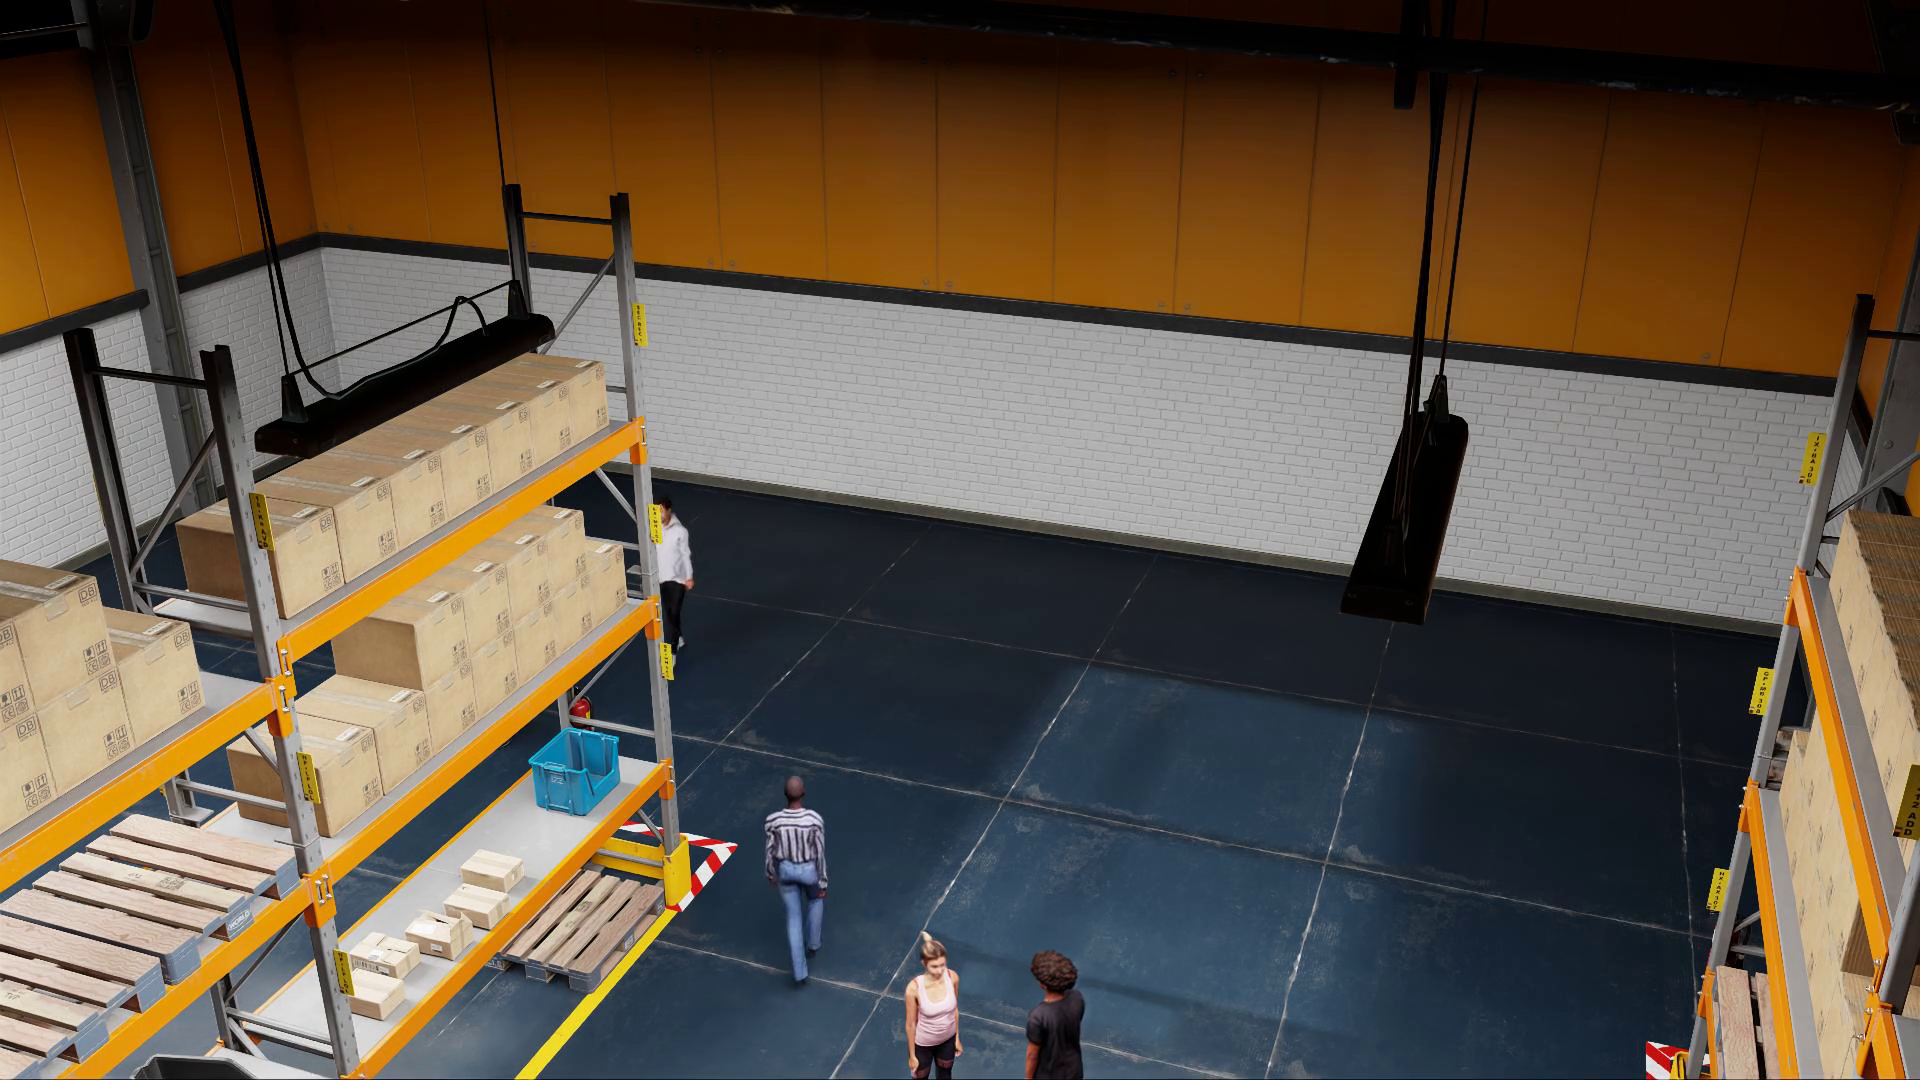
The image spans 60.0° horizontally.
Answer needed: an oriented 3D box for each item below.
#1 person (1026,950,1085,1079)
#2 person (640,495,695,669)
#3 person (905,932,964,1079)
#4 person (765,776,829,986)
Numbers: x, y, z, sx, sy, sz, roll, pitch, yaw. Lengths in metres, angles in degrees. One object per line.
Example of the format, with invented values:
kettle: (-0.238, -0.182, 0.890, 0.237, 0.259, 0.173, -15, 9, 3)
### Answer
person: (0.635, 3.490, 11.042, 0.675, 1.778, 0.773, -17, 29, -34)
person: (-3.113, 0.369, 18.030, 0.753, 1.899, 1.050, 6, 24, 13)
person: (-0.193, 3.410, 11.376, 0.642, 1.657, 0.707, -12, 26, -25)
person: (-1.249, 2.688, 12.882, 0.837, 1.774, 0.969, 0, 24, -1)
